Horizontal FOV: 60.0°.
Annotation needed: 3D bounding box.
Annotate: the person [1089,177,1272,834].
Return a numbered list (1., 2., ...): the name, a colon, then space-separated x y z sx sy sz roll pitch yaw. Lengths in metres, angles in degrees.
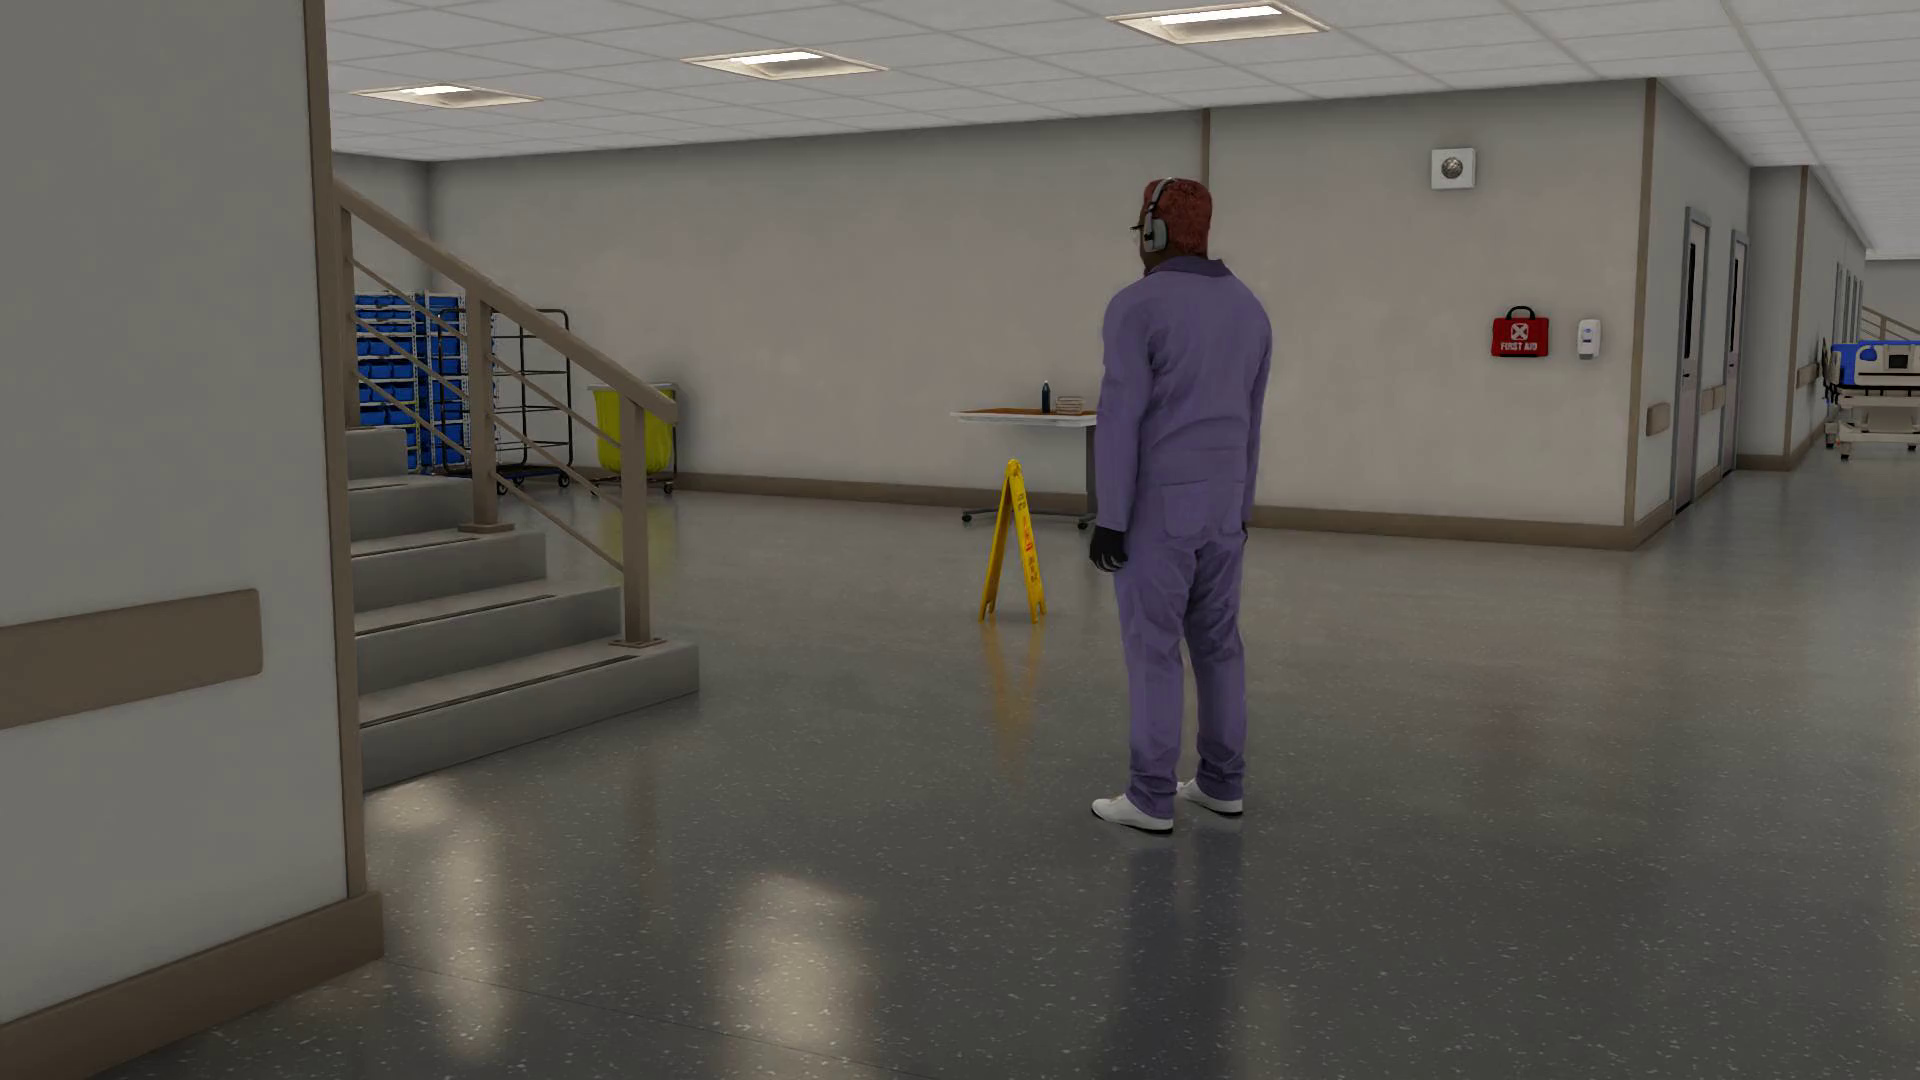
1. person: 0.624 -0.101 4.902 0.637 1.900 0.397 -7 10 -42
